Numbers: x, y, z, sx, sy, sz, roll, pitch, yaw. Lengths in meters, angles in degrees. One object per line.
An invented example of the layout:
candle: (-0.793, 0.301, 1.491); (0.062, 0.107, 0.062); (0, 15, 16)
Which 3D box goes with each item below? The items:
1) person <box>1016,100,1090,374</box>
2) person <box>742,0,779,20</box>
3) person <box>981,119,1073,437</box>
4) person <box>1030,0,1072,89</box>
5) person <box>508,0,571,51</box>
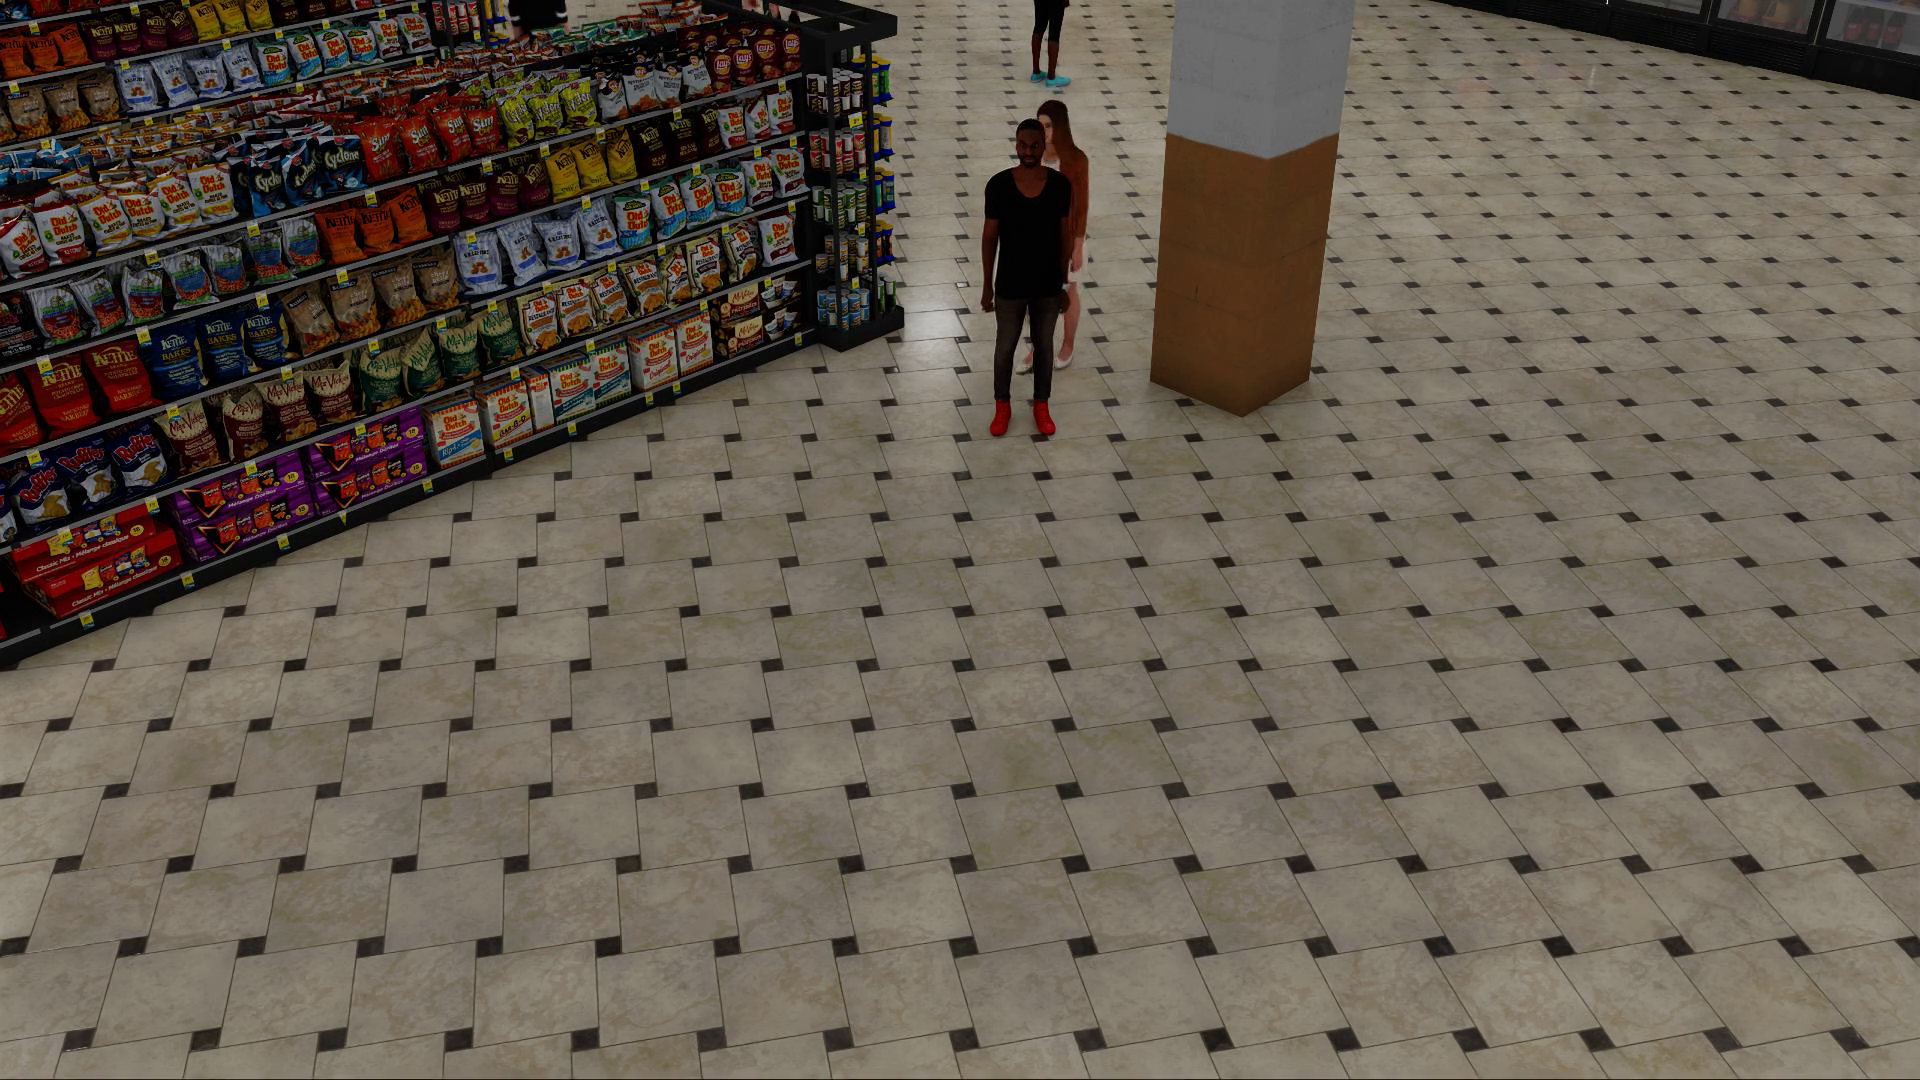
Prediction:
person: (0.608, -1.840, 9.971); (0.719, 1.697, 0.737); (17, 36, 25)
person: (-1.902, -5.145, 15.247); (0.686, 1.735, 0.496); (22, 38, 31)
person: (0.377, -1.450, 9.242); (0.696, 1.805, 0.775); (-2, 32, -3)
person: (0.807, -4.985, 15.002); (0.577, 1.722, 0.591); (-22, 38, -31)
person: (-3.362, -3.904, 13.379); (1.018, 1.602, 0.848); (-17, 36, -25)
